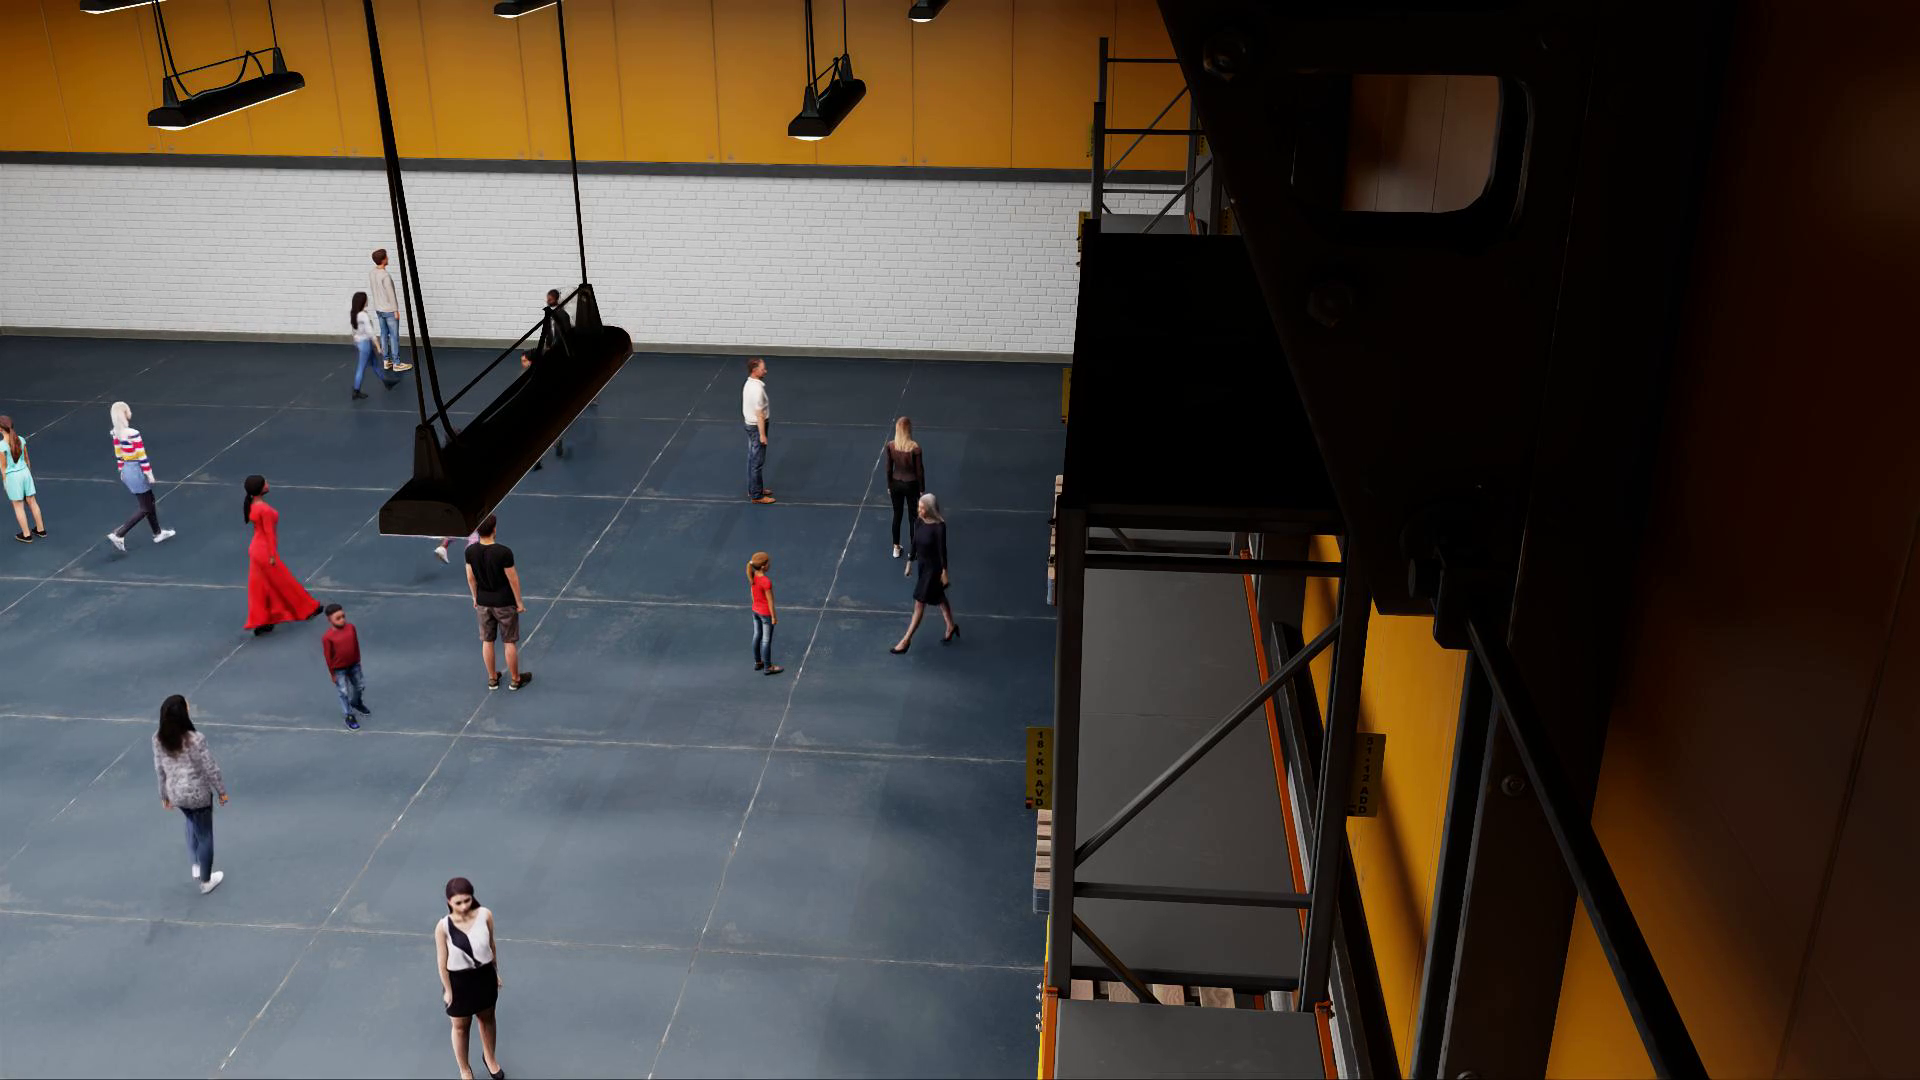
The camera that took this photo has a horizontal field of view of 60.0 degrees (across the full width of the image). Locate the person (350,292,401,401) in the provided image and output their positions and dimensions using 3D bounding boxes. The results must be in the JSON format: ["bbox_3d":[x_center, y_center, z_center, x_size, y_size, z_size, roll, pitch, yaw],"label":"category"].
[{"bbox_3d":[-8.851,-2.824,24.482,1.088,1.589,1.032,-19,30,-36],"label":"person"}]

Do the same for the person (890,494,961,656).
[{"bbox_3d":[-0.236,0.328,17.124,1.149,1.707,1.112,-18,29,-35],"label":"person"}]

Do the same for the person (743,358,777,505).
[{"bbox_3d":[-2.563,-1.391,20.877,0.783,1.851,0.614,-6,24,-13],"label":"person"}]

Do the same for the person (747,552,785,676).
[{"bbox_3d":[-1.986,0.723,16.716,0.635,1.310,0.577,-20,30,-37],"label":"person"}]

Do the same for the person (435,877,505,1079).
[{"bbox_3d":[-3.281,2.966,11.162,0.631,1.648,0.683,-17,29,-33],"label":"person"}]

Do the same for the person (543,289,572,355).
[{"bbox_3d":[-5.696,-2.789,24.215,1.147,1.738,1.147,-12,26,-26],"label":"person"}]

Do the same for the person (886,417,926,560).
[{"bbox_3d":[-0.640,-0.606,19.266,0.655,1.703,0.586,8,25,18],"label":"person"}]

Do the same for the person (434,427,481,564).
[{"bbox_3d":[-5.703,-0.445,18.868,0.967,1.726,0.903,-18,30,-36],"label":"person"}]

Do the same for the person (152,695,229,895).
[{"bbox_3d":[-6.140,2.052,13.166,0.629,1.717,0.587,2,24,5],"label":"person"}]

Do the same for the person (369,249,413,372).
[{"bbox_3d":[-8.900,-3.578,25.814,0.763,1.903,0.764,17,29,33],"label":"person"}]

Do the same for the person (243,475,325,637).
[{"bbox_3d":[-7.342,0.191,17.382,1.017,1.750,1.157,18,30,36],"label":"person"}]

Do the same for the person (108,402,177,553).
[{"bbox_3d":[-9.700,-0.719,19.420,0.999,1.786,1.145,17,29,34],"label":"person"}]

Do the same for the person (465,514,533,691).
[{"bbox_3d":[-4.561,0.604,16.302,0.665,1.859,0.573,3,24,6],"label":"person"}]

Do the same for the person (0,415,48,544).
[{"bbox_3d":[-11.191,-0.740,19.752,0.666,1.558,0.554,10,25,21],"label":"person"}]

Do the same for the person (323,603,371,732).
[{"bbox_3d":[-5.863,1.167,15.772,0.702,1.252,0.643,20,31,38],"label":"person"}]

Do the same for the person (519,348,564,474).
[{"bbox_3d":[-5.533,-1.721,21.886,0.785,1.648,0.975,12,26,25],"label":"person"}]
